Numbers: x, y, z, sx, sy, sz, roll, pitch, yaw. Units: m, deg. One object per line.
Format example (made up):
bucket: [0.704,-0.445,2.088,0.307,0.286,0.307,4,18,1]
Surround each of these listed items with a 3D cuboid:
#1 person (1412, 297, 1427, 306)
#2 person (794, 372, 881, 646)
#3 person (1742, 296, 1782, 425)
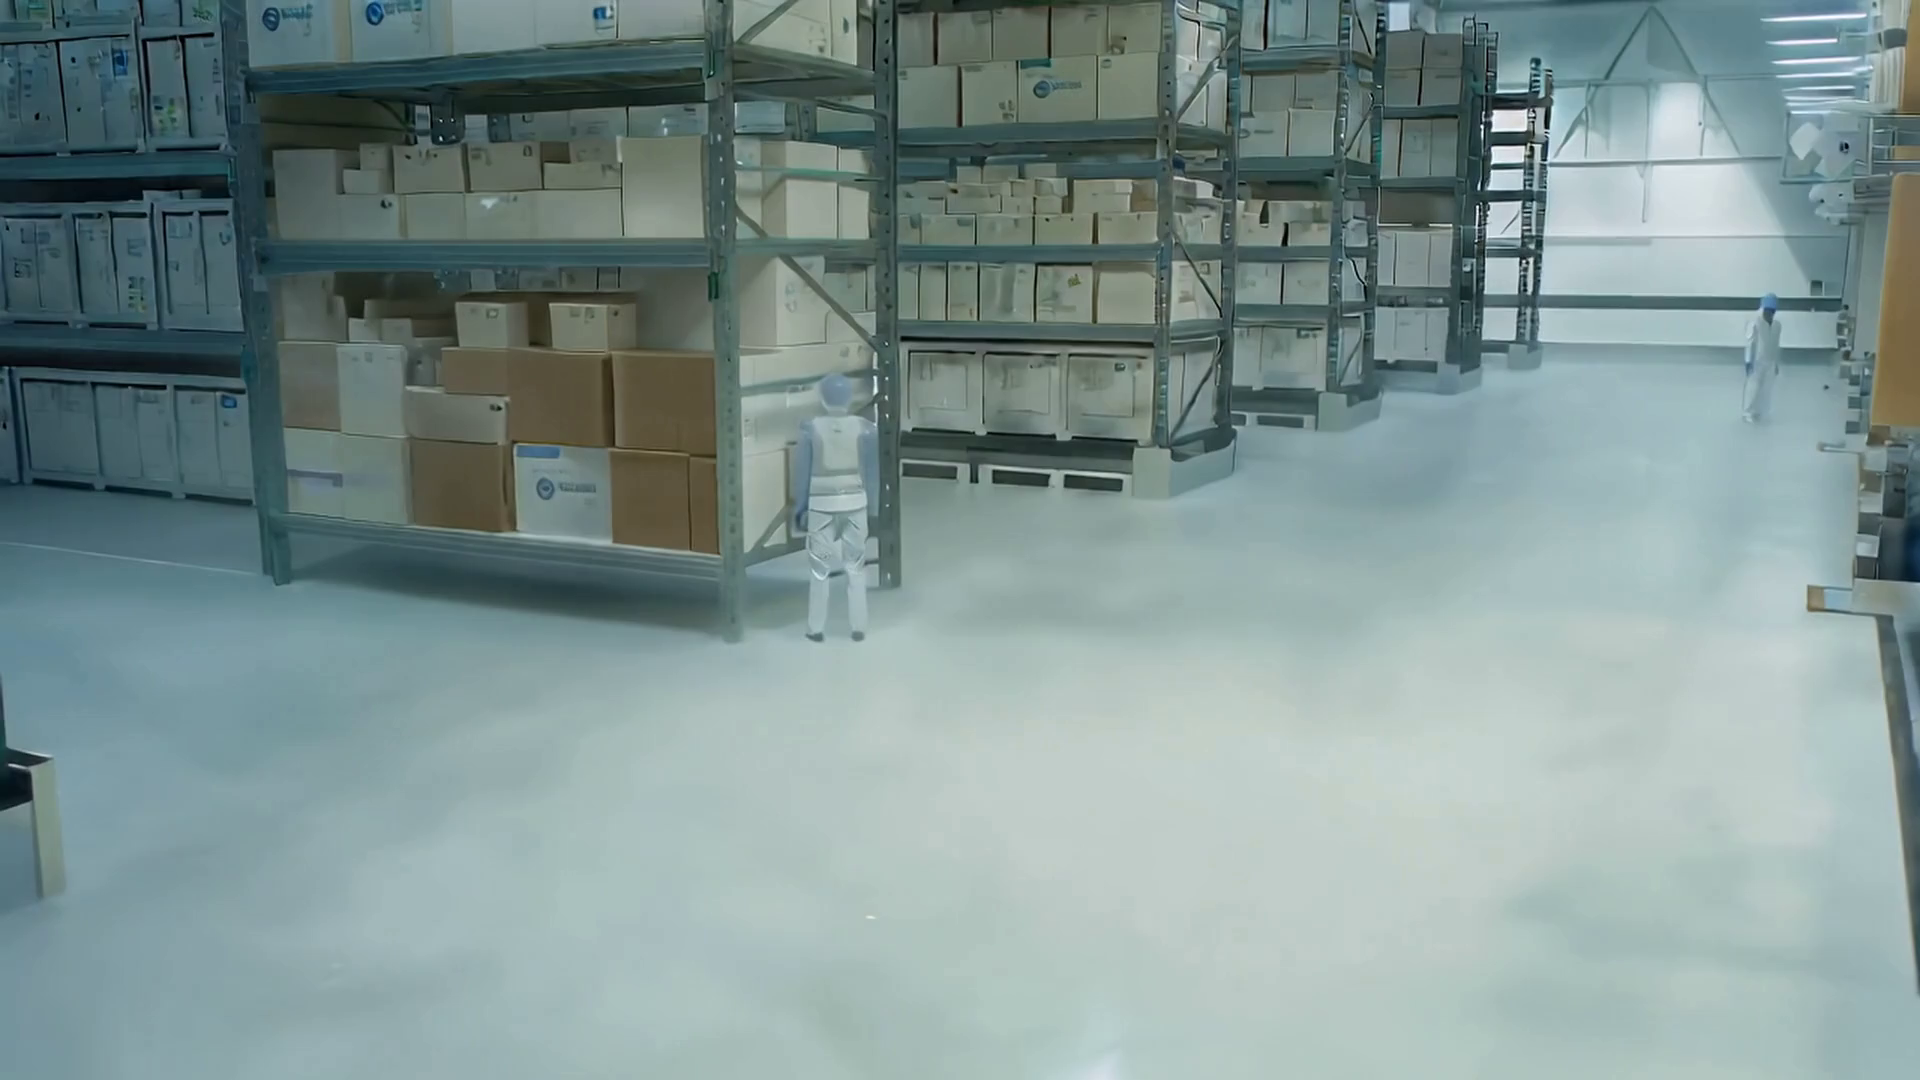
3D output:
person: [10.168,-4.969,36.787,0.499,1.918,0.560,6,12,32]
person: [-0.725,-0.177,9.896,0.522,1.631,0.317,-2,10,-12]
person: [10.961,-2.445,22.668,0.571,1.747,0.342,-3,10,-19]
